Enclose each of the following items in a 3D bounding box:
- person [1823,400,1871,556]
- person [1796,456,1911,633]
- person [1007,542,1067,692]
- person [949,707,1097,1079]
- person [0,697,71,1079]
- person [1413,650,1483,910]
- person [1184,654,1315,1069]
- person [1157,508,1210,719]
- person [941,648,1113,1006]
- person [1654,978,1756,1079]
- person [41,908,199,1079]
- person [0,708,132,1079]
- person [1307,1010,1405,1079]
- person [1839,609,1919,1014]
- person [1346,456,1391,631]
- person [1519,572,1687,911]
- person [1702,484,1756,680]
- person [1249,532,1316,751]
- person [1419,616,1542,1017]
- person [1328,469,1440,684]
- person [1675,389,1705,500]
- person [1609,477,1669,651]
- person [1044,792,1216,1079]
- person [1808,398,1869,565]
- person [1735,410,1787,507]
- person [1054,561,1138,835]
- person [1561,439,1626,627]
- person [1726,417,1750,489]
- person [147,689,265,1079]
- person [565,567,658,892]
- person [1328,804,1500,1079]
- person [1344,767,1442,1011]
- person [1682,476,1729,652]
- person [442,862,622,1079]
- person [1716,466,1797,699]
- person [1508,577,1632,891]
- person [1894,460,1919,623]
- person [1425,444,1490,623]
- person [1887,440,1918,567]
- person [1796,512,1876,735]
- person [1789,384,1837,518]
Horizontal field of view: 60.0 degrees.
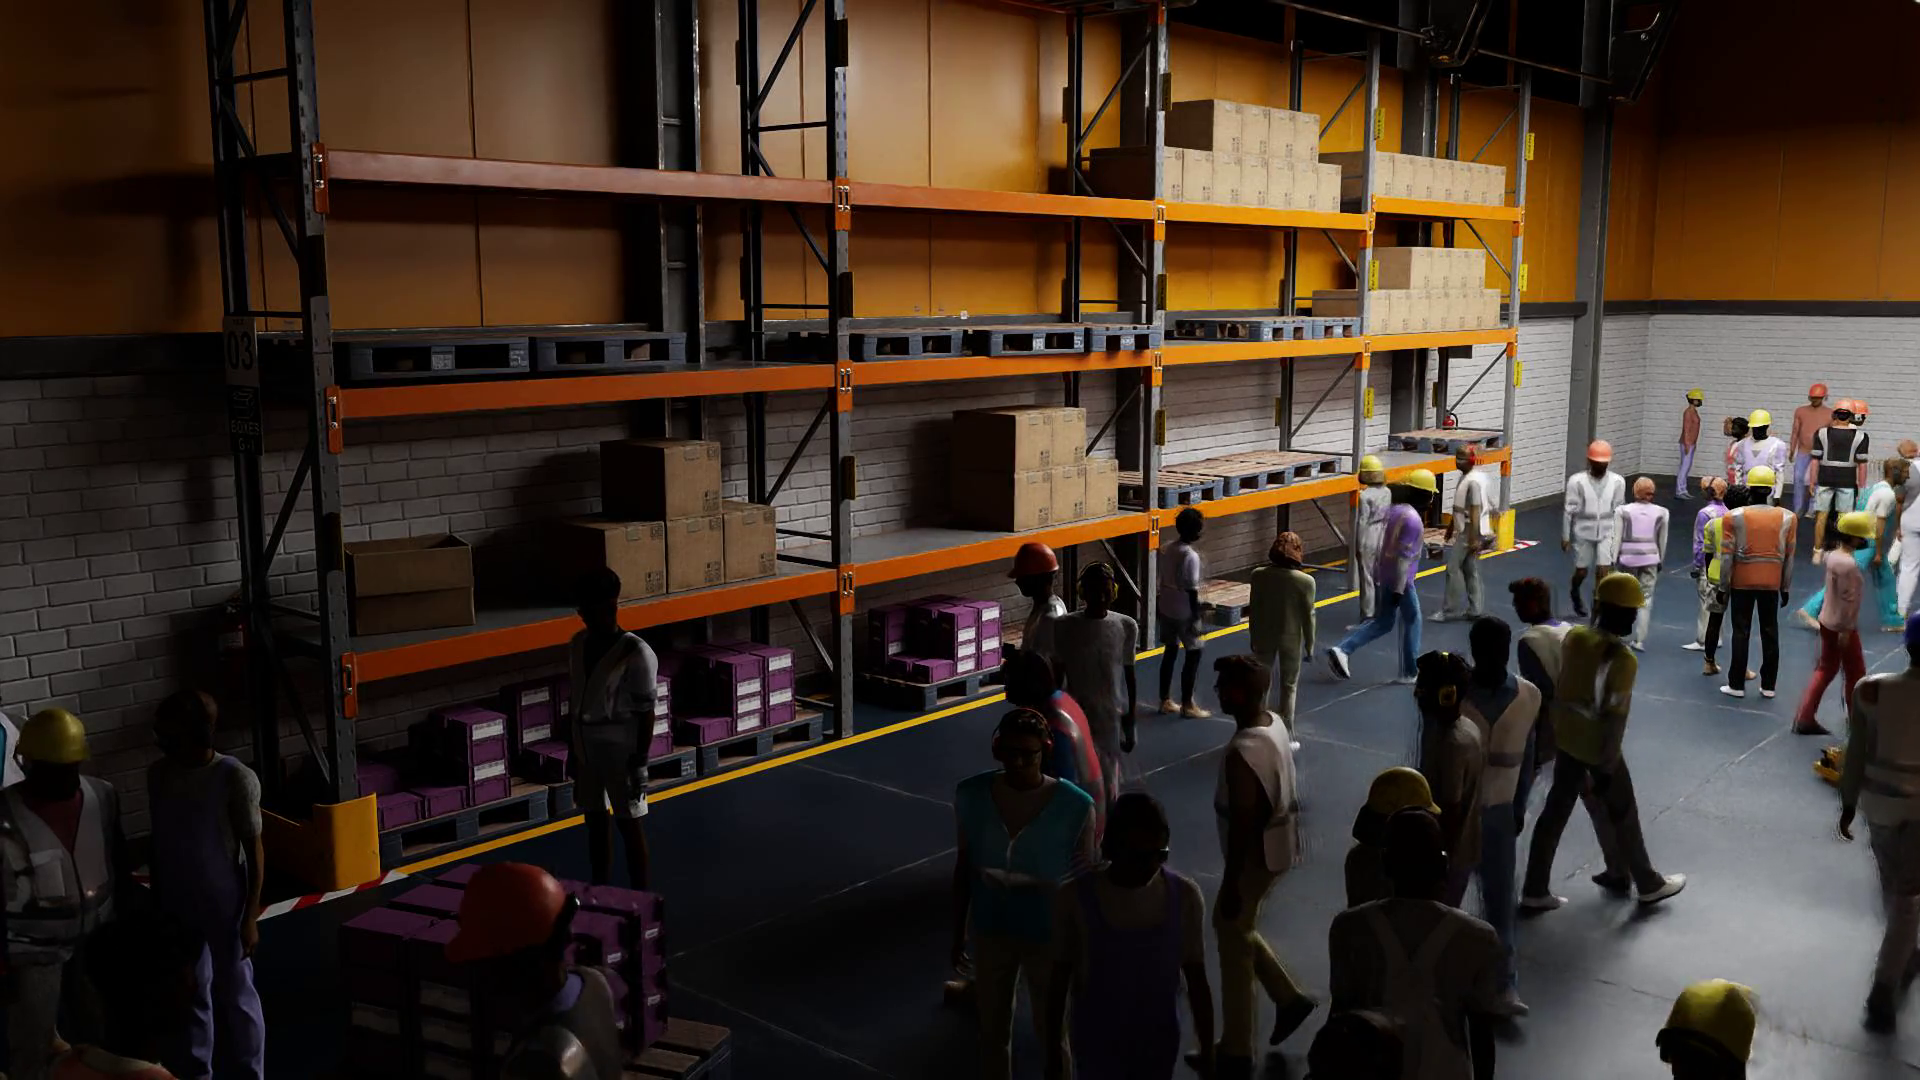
[{"bbox_3d":[10.970,-0.740,20.537,0.407,1.986,0.617,0,9,2],"label":"person"},{"bbox_3d":[8.798,0.044,16.218,1.075,1.777,0.537,3,9,20],"label":"person"},{"bbox_3d":[0.465,0.962,9.750,0.389,1.926,0.550,0,9,0],"label":"person"},{"bbox_3d":[0.246,1.523,6.413,0.565,1.838,0.386,3,9,20],"label":"person"},{"bbox_3d":[-4.155,1.421,7.106,0.429,1.830,0.636,5,10,28],"label":"person"},{"bbox_3d":[2.085,1.392,7.189,0.329,1.862,0.513,3,9,18],"label":"person"},{"bbox_3d":[1.279,1.399,7.229,0.479,1.827,0.614,4,10,23],"label":"person"},{"bbox_3d":[1.739,0.580,13.064,0.323,1.672,0.558,-3,9,-20],"label":"person"},{"bbox_3d":[0.515,1.358,7.823,1.124,1.750,0.640,2,9,10],"label":"person"},{"bbox_3d":[1.705,1.927,4.144,0.712,1.732,0.697,-1,9,-7],"label":"person"},{"bbox_3d":[-1.955,1.841,4.008,0.640,1.955,0.397,7,11,37],"label":"person"},{"bbox_3d":[-3.461,1.533,6.396,0.404,1.823,0.594,6,11,34],"label":"person"},{"bbox_3d":[0.906,1.940,3.835,0.897,1.791,0.519,-2,9,-13],"label":"person"},{"bbox_3d":[4.533,1.263,7.900,0.993,1.902,0.631,-8,12,-42],"label":"person"},{"bbox_3d":[4.023,0.039,16.325,0.487,1.739,0.324,-8,12,-40],"label":"person"},{"bbox_3d":[3.509,1.097,9.033,0.972,1.873,0.597,-3,9,-18],"label":"person"},{"bbox_3d":[6.659,0.363,14.335,0.318,1.700,0.535,-7,11,-37],"label":"person"},{"bbox_3d":[2.344,0.743,12.126,0.503,1.623,0.298,5,10,29],"label":"person"},{"bbox_3d":[2.474,1.273,7.970,0.602,1.852,1.066,0,9,-2],"label":"person"},{"bbox_3d":[3.622,0.317,14.120,0.852,1.874,0.600,0,9,-1],"label":"person"},{"bbox_3d":[11.529,-1.509,26.233,0.341,1.761,0.529,6,10,32],"label":"person"},{"bbox_3d":[6.347,0.203,15.659,0.523,1.597,0.805,1,9,8],"label":"person"},{"bbox_3d":[0.569,1.703,5.350,0.509,1.797,0.920,-2,9,-12],"label":"person"},{"bbox_3d":[10.597,-0.691,20.084,0.612,2.031,0.403,5,10,29],"label":"person"},{"bbox_3d":[9.494,-0.594,19.806,0.390,1.919,0.583,-7,11,-39],"label":"person"},{"bbox_3d":[0.762,1.037,9.486,0.509,1.860,0.334,0,9,0],"label":"person"},{"bbox_3d":[6.271,-0.075,16.506,0.586,1.906,0.687,2,9,10],"label":"person"},{"bbox_3d":[10.085,-0.747,21.528,0.319,1.692,0.536,0,9,1],"label":"person"},{"bbox_3d":[-3.018,1.486,6.643,0.507,1.840,0.343,2,9,13],"label":"person"},{"bbox_3d":[-1.843,1.107,8.692,0.603,1.961,0.368,6,11,34],"label":"person"},{"bbox_3d":[1.380,1.721,5.136,0.506,1.839,0.340,3,9,18],"label":"person"},{"bbox_3d":[1.512,1.651,5.930,0.342,1.736,0.486,-1,9,-6],"label":"person"},{"bbox_3d":[6.971,0.220,15.445,0.511,1.641,0.307,-8,12,-40],"label":"person"},{"bbox_3d":[-1.036,1.779,4.187,0.457,2.014,0.608,-1,9,-4],"label":"person"},{"bbox_3d":[6.532,0.349,13.687,0.589,1.927,0.387,1,9,7],"label":"person"},{"bbox_3d":[3.379,1.091,9.540,0.576,1.736,1.122,-7,11,-38],"label":"person"},{"bbox_3d":[9.631,-0.147,16.528,0.674,2.000,0.994,7,11,40],"label":"person"},{"bbox_3d":[4.995,-0.063,16.718,0.662,1.819,0.611,2,9,12],"label":"person"},{"bbox_3d":[10.985,-0.370,19.363,0.812,1.597,0.530,-5,10,-31],"label":"person"},{"bbox_3d":[6.604,0.644,12.406,0.592,1.733,0.576,2,9,15],"label":"person"},{"bbox_3d":[12.249,-1.260,23.939,0.652,1.960,0.851,8,12,40],"label":"person"}]
